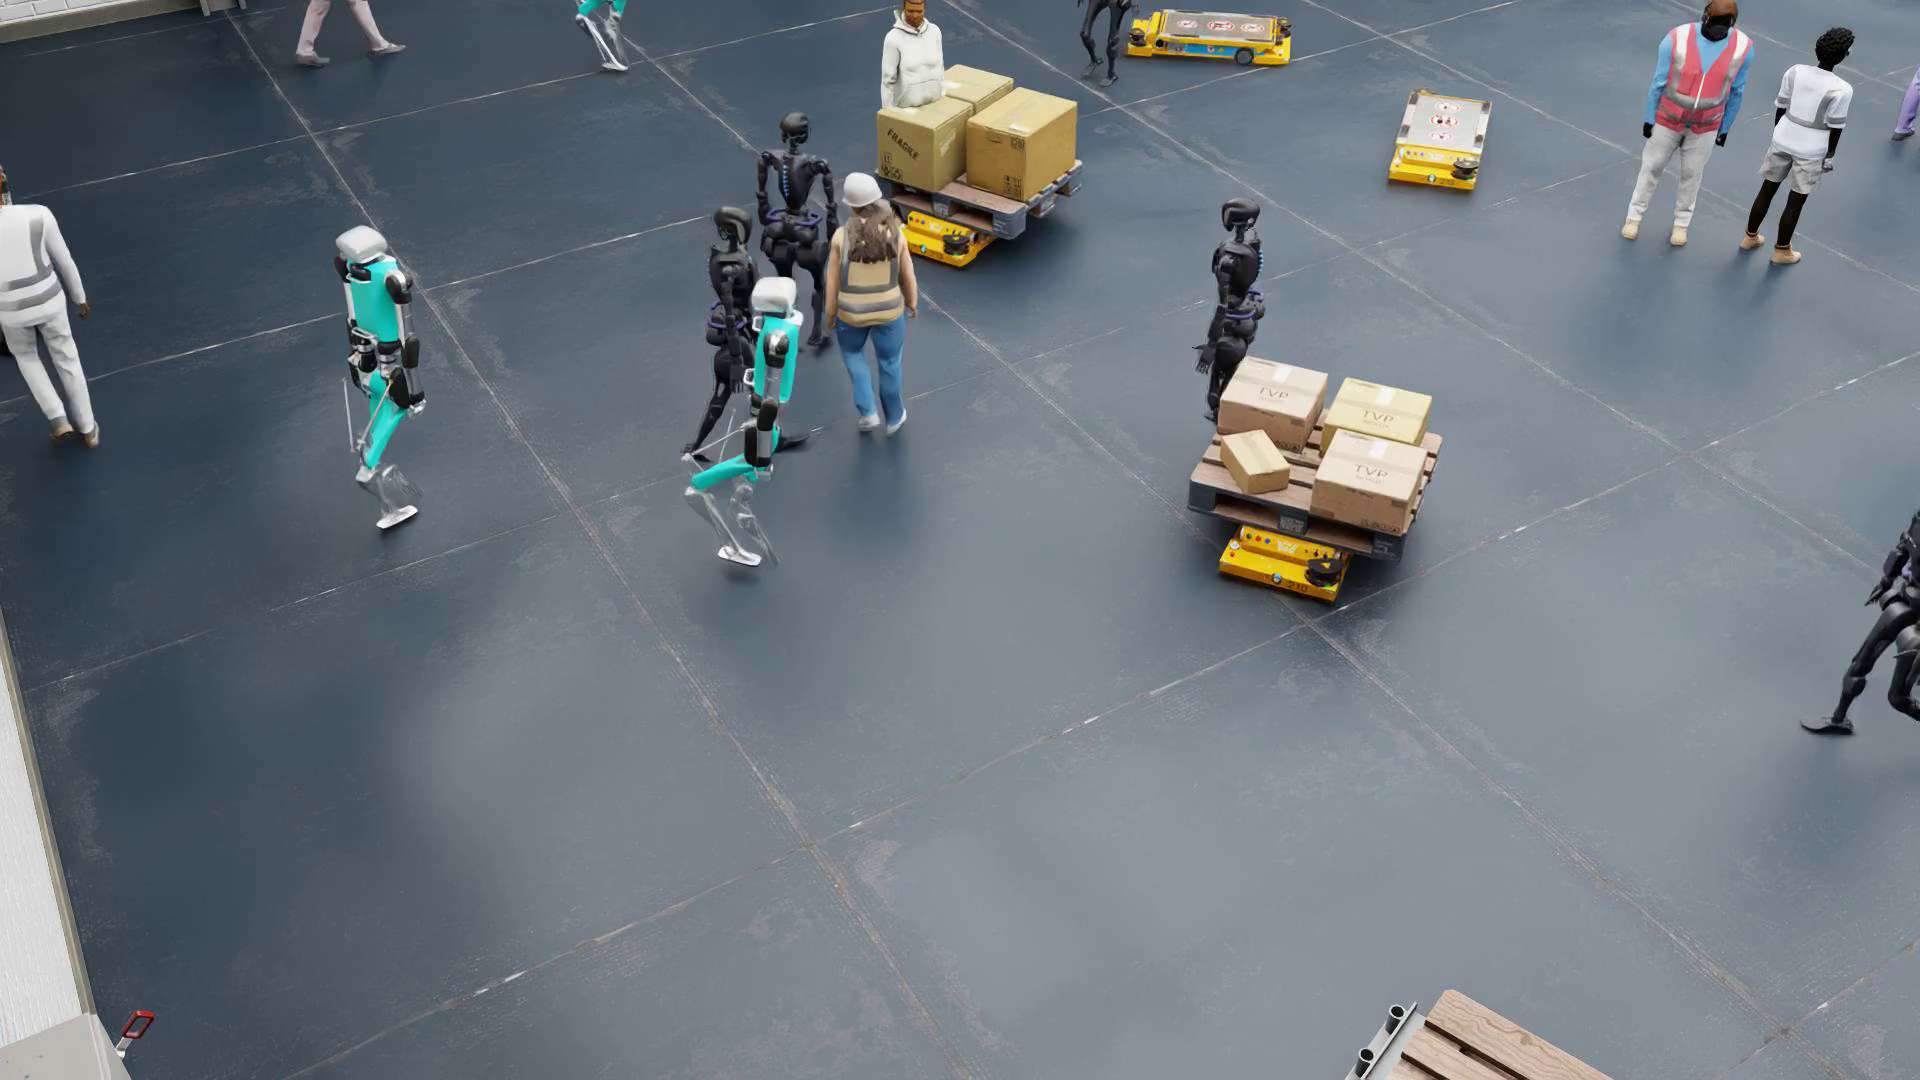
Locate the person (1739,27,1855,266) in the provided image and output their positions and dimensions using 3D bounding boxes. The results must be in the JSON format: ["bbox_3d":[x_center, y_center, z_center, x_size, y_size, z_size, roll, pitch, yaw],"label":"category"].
[{"bbox_3d":[5.865,-2.739,11.598,0.318,1.696,0.533,-21,43,-24],"label":"person"}]

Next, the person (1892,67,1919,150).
[{"bbox_3d":[7.790,-3.958,13.016,0.390,1.846,0.566,-21,43,-24],"label":"person"}]

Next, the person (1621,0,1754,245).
[{"bbox_3d":[5.159,-2.968,11.786,0.619,1.837,0.431,11,40,14],"label":"person"}]

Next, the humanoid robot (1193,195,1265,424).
[{"bbox_3d":[1.625,-1.255,9.740,0.399,1.634,0.585,16,41,19],"label":"humanoid robot"}]

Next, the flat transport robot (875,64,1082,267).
[{"bbox_3d":[0.128,-2.483,12.424,0.659,0.231,1.431,23,44,26],"label":"flat transport robot"}]

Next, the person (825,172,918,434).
[{"bbox_3d":[-0.523,-1.358,9.847,0.558,1.709,0.393,-3,39,-4],"label":"person"}]

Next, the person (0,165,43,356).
[{"bbox_3d":[-6.276,-2.069,10.568,0.370,1.929,0.542,18,42,21],"label":"person"}]

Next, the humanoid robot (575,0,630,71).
[{"bbox_3d":[-3.066,-4.775,14.211,0.731,1.880,0.541,14,41,17],"label":"humanoid robot"}]

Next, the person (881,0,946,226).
[{"bbox_3d":[-0.342,-3.125,12.028,0.520,1.766,0.372,-20,42,-23],"label":"person"}]

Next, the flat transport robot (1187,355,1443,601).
[{"bbox_3d":[2.015,-0.211,9.557,0.659,0.231,1.431,16,41,19],"label":"flat transport robot"}]

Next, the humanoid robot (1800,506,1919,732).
[{"bbox_3d":[4.532,0.331,7.749,0.634,1.634,0.616,1,38,2],"label":"humanoid robot"}]

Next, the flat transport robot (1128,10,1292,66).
[{"bbox_3d":[2.262,-4.540,15.021,1.431,0.231,0.659,6,39,8],"label":"flat transport robot"}]

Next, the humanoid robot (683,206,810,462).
[{"bbox_3d":[-1.312,-1.169,9.674,0.775,1.625,0.587,0,38,0],"label":"humanoid robot"}]

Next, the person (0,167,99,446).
[{"bbox_3d":[-5.435,-1.376,9.740,0.597,1.862,0.434,-20,42,-23],"label":"person"}]

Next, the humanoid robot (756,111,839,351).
[{"bbox_3d":[-1.050,-1.928,10.603,0.583,1.651,0.356,13,40,15],"label":"humanoid robot"}]

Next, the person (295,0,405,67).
[{"bbox_3d":[-5.483,-4.999,14.364,0.941,1.800,0.576,-24,44,-27],"label":"person"}]

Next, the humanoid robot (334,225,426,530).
[{"bbox_3d":[-3.273,-0.770,9.111,0.538,1.810,0.764,23,44,26],"label":"humanoid robot"}]

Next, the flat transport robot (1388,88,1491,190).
[{"bbox_3d":[3.875,-3.235,13.374,0.659,0.231,1.431,12,40,14],"label":"flat transport robot"}]

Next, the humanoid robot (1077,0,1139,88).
[{"bbox_3d":[1.273,-4.666,14.045,0.612,1.652,0.321,23,44,26],"label":"humanoid robot"}]

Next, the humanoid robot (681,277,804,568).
[{"bbox_3d":[-1.197,-0.535,8.840,0.810,1.836,0.570,-1,38,-1],"label":"humanoid robot"}]
